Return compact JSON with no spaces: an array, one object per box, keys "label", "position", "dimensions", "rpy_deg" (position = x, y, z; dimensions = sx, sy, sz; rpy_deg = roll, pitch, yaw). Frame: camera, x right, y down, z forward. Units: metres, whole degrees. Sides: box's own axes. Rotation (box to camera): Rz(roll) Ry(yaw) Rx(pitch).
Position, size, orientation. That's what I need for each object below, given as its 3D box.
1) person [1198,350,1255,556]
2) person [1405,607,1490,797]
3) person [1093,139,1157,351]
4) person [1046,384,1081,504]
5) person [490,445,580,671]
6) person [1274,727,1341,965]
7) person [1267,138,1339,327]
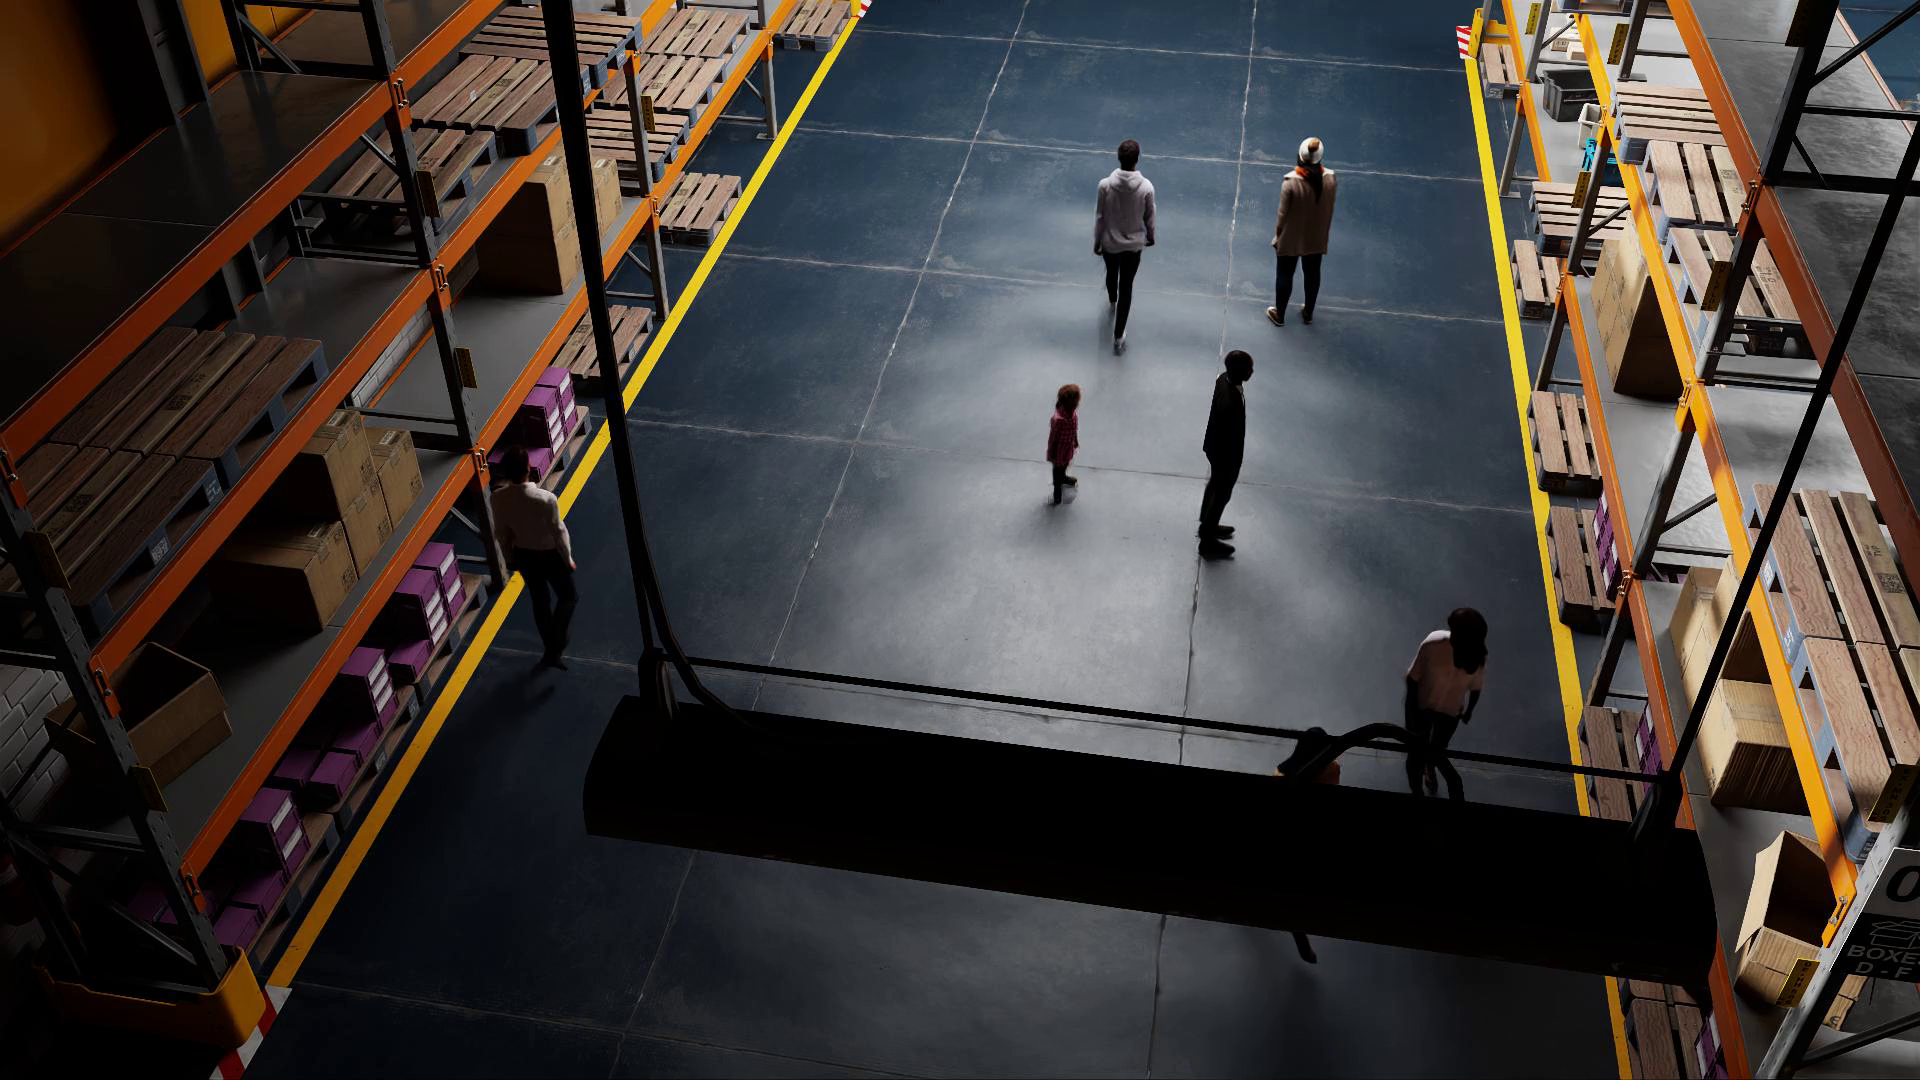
[{"label":"person","position":[1.994,-0.671,12.600],"dimensions":[0.753,1.800,0.558],"rpy_deg":[0,39,0]},{"label":"person","position":[2.982,1.018,10.526],"dimensions":[0.663,1.748,0.802],"rpy_deg":[-1,39,-2]},{"label":"person","position":[1.465,-2.614,14.979],"dimensions":[0.741,1.867,1.221],"rpy_deg":[5,39,6]},{"label":"person","position":[0.808,-0.781,13.372],"dimensions":[0.506,1.007,0.605],"rpy_deg":[-21,43,-25]},{"label":"person","position":[-2.924,0.188,11.474],"dimensions":[0.663,1.862,0.807],"rpy_deg":[6,39,8]},{"label":"person","position":[1.913,1.654,9.825],"dimensions":[1.028,1.629,1.187],"rpy_deg":[-15,41,-18]},{"label":"person","position":[3.143,-2.836,15.241],"dimensions":[0.768,1.887,0.765],"rpy_deg":[-4,39,-4]}]
